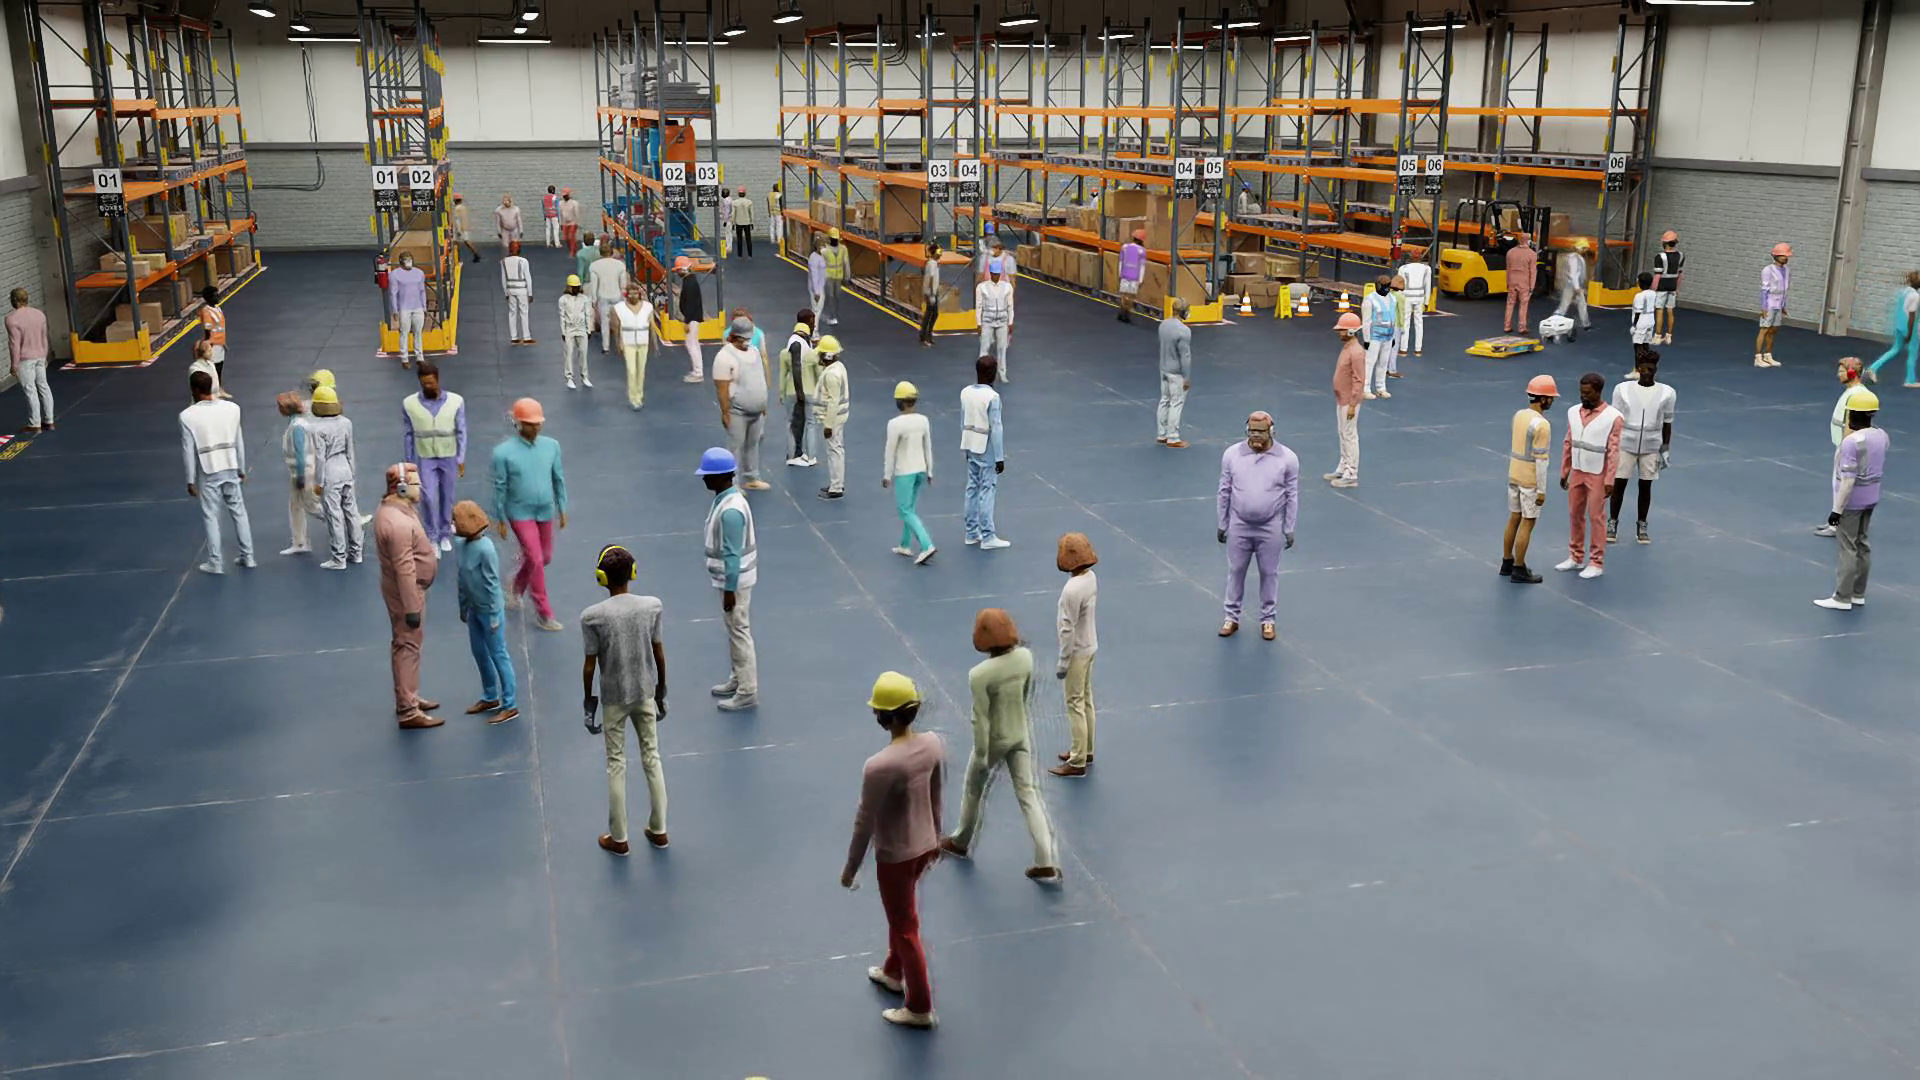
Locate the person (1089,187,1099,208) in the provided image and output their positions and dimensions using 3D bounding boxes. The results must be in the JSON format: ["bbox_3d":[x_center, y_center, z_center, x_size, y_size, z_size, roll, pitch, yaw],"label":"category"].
[{"bbox_3d":[4.069,-9.807,50.388,0.329,1.753,0.560,-2,15,-7],"label":"person"}]

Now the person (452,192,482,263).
[{"bbox_3d":[-13.444,-8.436,44.961,0.940,1.904,0.556,3,15,13],"label":"person"}]

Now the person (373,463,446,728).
[{"bbox_3d":[-3.889,0.387,11.761,0.401,1.901,0.646,-6,16,-22],"label":"person"}]

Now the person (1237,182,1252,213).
[{"bbox_3d":[8.401,-9.592,49.204,0.383,1.950,0.605,1,15,2],"label":"person"}]

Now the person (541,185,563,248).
[{"bbox_3d":[-12.175,-9.660,49.699,0.623,1.835,0.431,6,16,22],"label":"person"}]

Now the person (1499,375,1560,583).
[{"bbox_3d":[5.244,-0.558,15.265,0.385,1.930,0.539,-3,15,-10],"label":"person"}]

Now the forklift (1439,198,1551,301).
[{"bbox_3d":[11.913,-6.508,37.130,2.313,2.155,1.214,-4,15,-15],"label":"forklift"}]

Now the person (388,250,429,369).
[{"bbox_3d":[-9.061,-3.793,27.403,0.358,1.938,0.636,14,20,42],"label":"person"}]

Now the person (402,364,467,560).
[{"bbox_3d":[-5.058,-0.763,16.113,0.591,1.879,0.796,-5,16,-19],"label":"person"}]

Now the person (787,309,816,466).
[{"bbox_3d":[-1.938,-1.851,20.181,0.406,1.903,0.583,2,15,7],"label":"person"}]

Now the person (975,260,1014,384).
[{"bbox_3d":[0.539,-3.376,25.848,0.604,1.938,0.426,-3,15,-13],"label":"person"}]

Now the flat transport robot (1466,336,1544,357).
[{"bbox_3d":[9.550,-3.396,29.108,1.431,0.197,0.652,-12,19,-38],"label":"flat transport robot"}]

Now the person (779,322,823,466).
[{"bbox_3d":[-1.916,-1.762,20.126,0.534,1.753,0.341,-1,15,-5],"label":"person"}]

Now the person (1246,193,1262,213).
[{"bbox_3d":[8.102,-8.577,45.607,0.537,1.842,0.471,-2,15,-7],"label":"person"}]

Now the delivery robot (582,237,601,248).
[{"bbox_3d":[-10.201,-8.232,46.583,0.707,0.478,0.477,2,15,7],"label":"delivery robot"}]

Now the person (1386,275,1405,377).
[{"bbox_3d":[6.937,-3.420,26.609,0.281,1.628,0.503,-5,16,-19],"label":"person"}]

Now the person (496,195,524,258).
[{"bbox_3d":[-11.836,-8.118,43.781,0.657,1.883,0.608,-6,16,-21],"label":"person"}]

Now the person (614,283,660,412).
[{"bbox_3d":[-4.588,-2.745,23.703,0.584,1.805,0.851,-7,16,-24],"label":"person"}]

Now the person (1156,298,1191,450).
[{"bbox_3d":[2.726,-2.107,21.090,0.376,1.929,0.635,-7,16,-24],"label":"person"}]

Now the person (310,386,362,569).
[{"bbox_3d":[-5.940,-0.597,15.754,0.300,1.742,0.493,6,16,21],"label":"person"}]

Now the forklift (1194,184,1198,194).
[{"bbox_3d":[7.392,-11.333,53.972,1.873,2.768,1.129,-4,15,-15],"label":"forklift"}]

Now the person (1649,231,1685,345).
[{"bbox_3d":[12.712,-4.537,30.007,0.605,2.044,0.374,-5,16,-19],"label":"person"}]

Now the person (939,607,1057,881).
[{"bbox_3d":[0.237,1.149,9.488,0.499,1.588,0.870,-12,19,-37],"label":"person"}]

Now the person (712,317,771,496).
[{"bbox_3d":[-2.415,-1.512,18.627,0.535,2.000,0.690,10,18,33],"label":"person"}]

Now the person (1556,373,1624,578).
[{"bbox_3d":[5.875,-0.616,15.517,0.398,1.907,0.600,-8,17,-29],"label":"person"}]

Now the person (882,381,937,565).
[{"bbox_3d":[-0.438,-0.639,15.953,0.671,1.728,0.532,13,19,39],"label":"person"}]

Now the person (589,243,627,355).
[{"bbox_3d":[-6.089,-4.175,28.849,0.630,1.935,0.366,-5,16,-19],"label":"person"}]

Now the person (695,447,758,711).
[{"bbox_3d":[-1.689,0.274,12.111,0.421,1.936,0.611,-4,15,-15],"label":"person"}]

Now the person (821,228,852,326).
[{"bbox_3d":[-2.426,-5.153,32.614,0.609,1.888,0.853,-7,17,-26],"label":"person"}]

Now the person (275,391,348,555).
[{"bbox_3d":[-6.312,-0.658,16.214,0.688,1.613,0.552,-8,17,-26],"label":"person"}]

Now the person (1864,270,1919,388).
[{"bbox_3d":[14.483,-3.246,25.577,0.820,1.825,0.517,1,15,3],"label":"person"}]

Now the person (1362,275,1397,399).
[{"bbox_3d":[6.219,-3.002,24.644,0.619,1.836,0.431,-9,17,-31],"label":"person"}]

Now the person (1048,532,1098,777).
[{"bbox_3d":[0.755,0.747,10.925,0.281,1.625,0.495,5,16,19],"label":"person"}]

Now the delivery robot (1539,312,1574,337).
[{"bbox_3d":[10.886,-3.919,30.354,0.707,0.478,0.477,-13,20,-41],"label":"delivery robot"}]

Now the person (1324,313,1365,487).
[{"bbox_3d":[4.429,-1.606,19.068,0.390,1.992,0.624,0,15,0],"label":"person"}]

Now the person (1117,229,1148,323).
[{"bbox_3d":[3.403,-5.200,32.816,0.602,1.877,0.471,6,16,21],"label":"person"}]

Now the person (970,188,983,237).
[{"bbox_3d":[0.516,-10.655,53.428,0.379,1.845,0.550,13,20,41],"label":"person"}]
